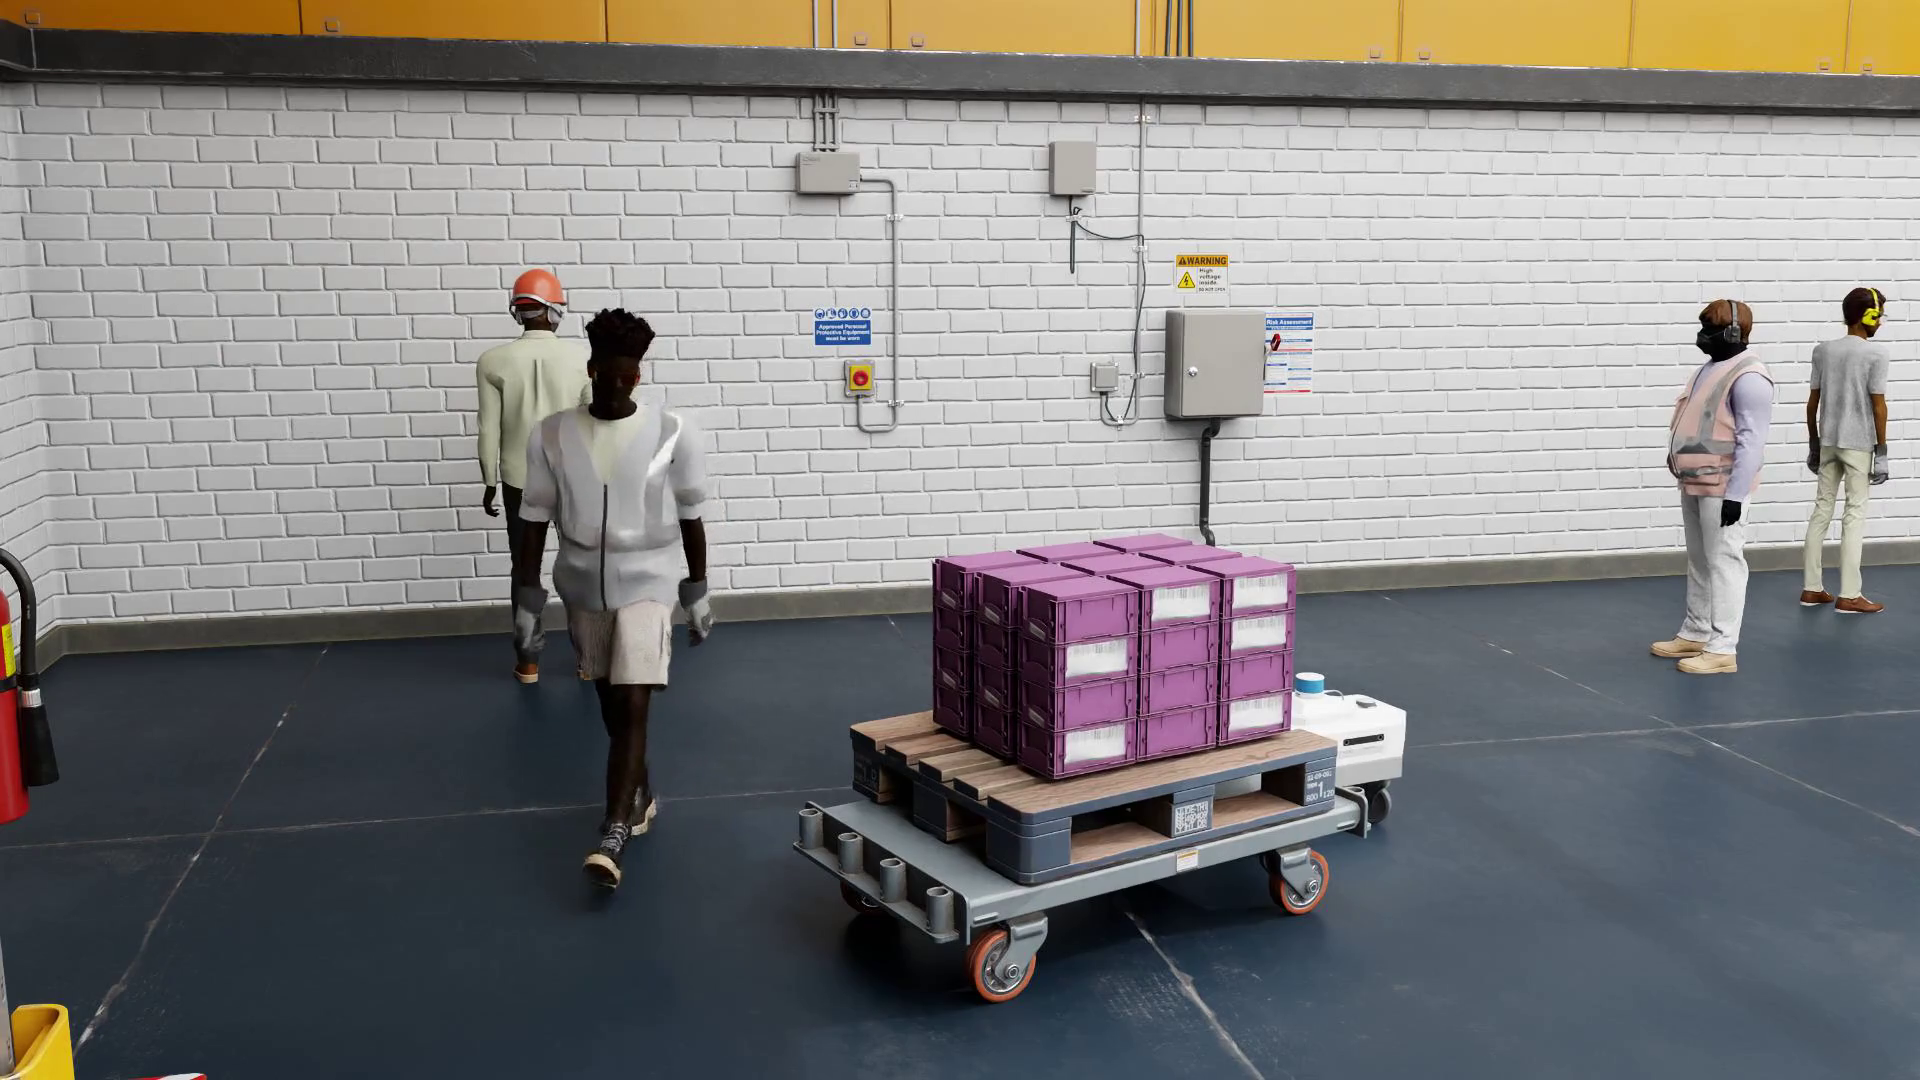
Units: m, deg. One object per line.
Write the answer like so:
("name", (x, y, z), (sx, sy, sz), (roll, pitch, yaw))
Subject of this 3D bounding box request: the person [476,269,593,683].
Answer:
("person", (-2.006, -0.305, 8.056), (0.619, 1.990, 0.391), (-3, 11, -14))

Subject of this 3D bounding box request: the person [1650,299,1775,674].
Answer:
("person", (3.729, -0.263, 8.241), (0.429, 1.845, 0.621), (1, 10, 3))

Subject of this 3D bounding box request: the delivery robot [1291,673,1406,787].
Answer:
("delivery robot", (1.267, 0.727, 6.059), (0.707, 0.478, 0.477), (-5, 11, -24))

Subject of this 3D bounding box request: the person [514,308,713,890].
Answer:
("person", (-1.193, 0.182, 5.594), (0.644, 1.895, 1.040), (1, 10, 3))

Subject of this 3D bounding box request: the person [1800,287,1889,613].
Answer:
("person", (5.110, -0.514, 9.571), (0.327, 1.865, 0.520), (-5, 11, -24))
